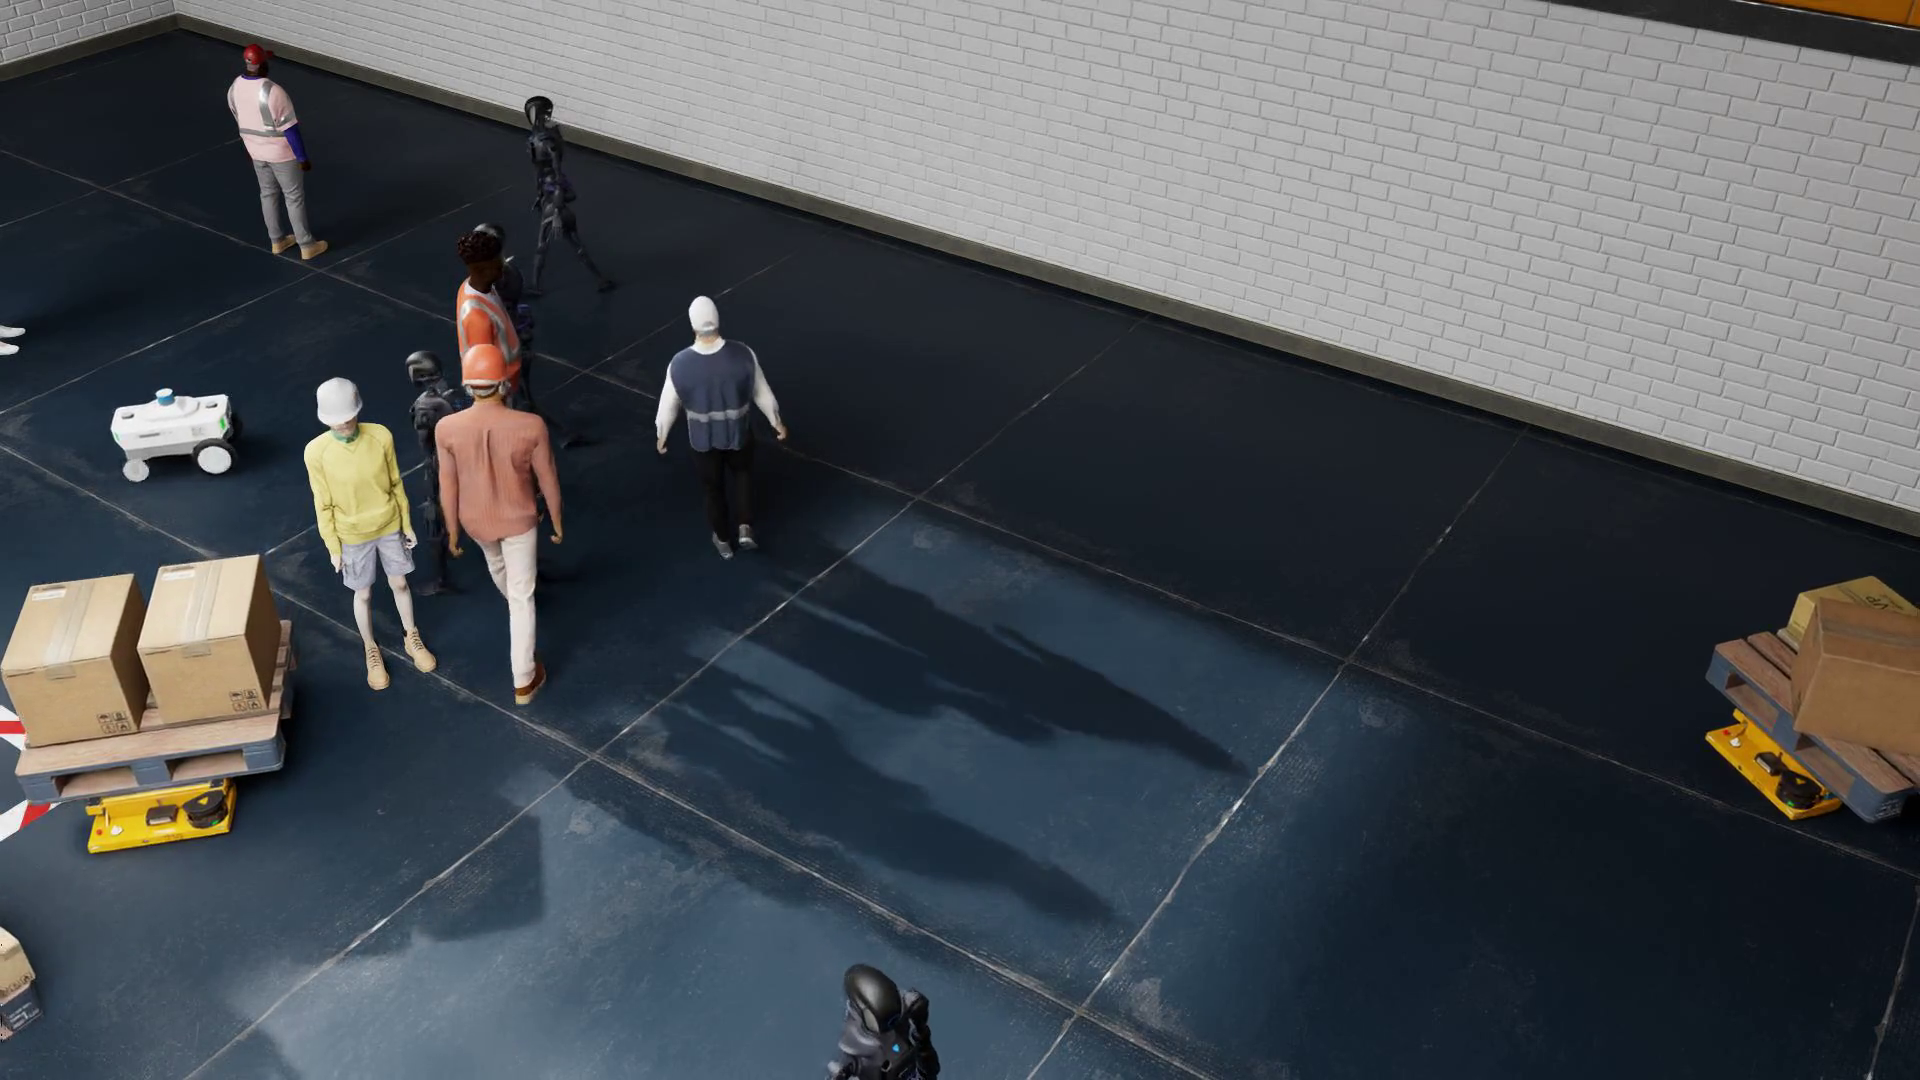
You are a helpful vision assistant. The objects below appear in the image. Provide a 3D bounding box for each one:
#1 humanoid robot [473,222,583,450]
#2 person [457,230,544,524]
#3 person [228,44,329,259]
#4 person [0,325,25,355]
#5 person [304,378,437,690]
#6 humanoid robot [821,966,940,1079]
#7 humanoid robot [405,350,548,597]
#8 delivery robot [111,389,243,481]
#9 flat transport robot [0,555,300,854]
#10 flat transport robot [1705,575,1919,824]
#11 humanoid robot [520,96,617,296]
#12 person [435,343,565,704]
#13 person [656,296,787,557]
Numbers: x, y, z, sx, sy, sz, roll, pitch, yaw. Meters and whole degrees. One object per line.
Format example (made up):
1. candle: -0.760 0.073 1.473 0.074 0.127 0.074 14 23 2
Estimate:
1. humanoid robot: -2.907 -1.326 10.966 0.672 1.655 0.614 -5 35 -7
2. person: -2.841 -0.975 10.189 0.373 1.958 0.604 -8 36 -11
3. person: -5.535 -3.142 13.471 0.598 1.746 0.418 13 37 18
4. person: -7.267 -2.245 12.076 0.329 1.872 0.507 -9 36 -13
5. person: -3.175 -0.052 8.927 0.486 1.887 0.391 -21 40 -27
6. humanoid robot: -0.321 2.082 6.067 0.421 1.645 0.609 26 42 32
7. humanoid robot: -2.879 -0.362 9.587 0.755 1.632 0.596 2 35 3
8. delivery robot: -5.190 -0.723 11.052 0.797 0.599 0.499 -9 36 -13
9. flat transport robot: -4.122 1.047 8.767 0.659 0.231 1.431 -8 36 -11
10. flat transport robot: 4.752 1.047 8.767 1.431 0.231 0.659 -11 37 -16
11. humanoid robot: -3.136 -2.612 12.816 0.797 1.625 0.599 -17 38 -23
12. person: -2.464 -0.144 9.048 0.634 1.913 1.104 0 35 0
13. person: -1.414 -0.644 9.891 0.784 1.745 0.459 -10 36 -13
